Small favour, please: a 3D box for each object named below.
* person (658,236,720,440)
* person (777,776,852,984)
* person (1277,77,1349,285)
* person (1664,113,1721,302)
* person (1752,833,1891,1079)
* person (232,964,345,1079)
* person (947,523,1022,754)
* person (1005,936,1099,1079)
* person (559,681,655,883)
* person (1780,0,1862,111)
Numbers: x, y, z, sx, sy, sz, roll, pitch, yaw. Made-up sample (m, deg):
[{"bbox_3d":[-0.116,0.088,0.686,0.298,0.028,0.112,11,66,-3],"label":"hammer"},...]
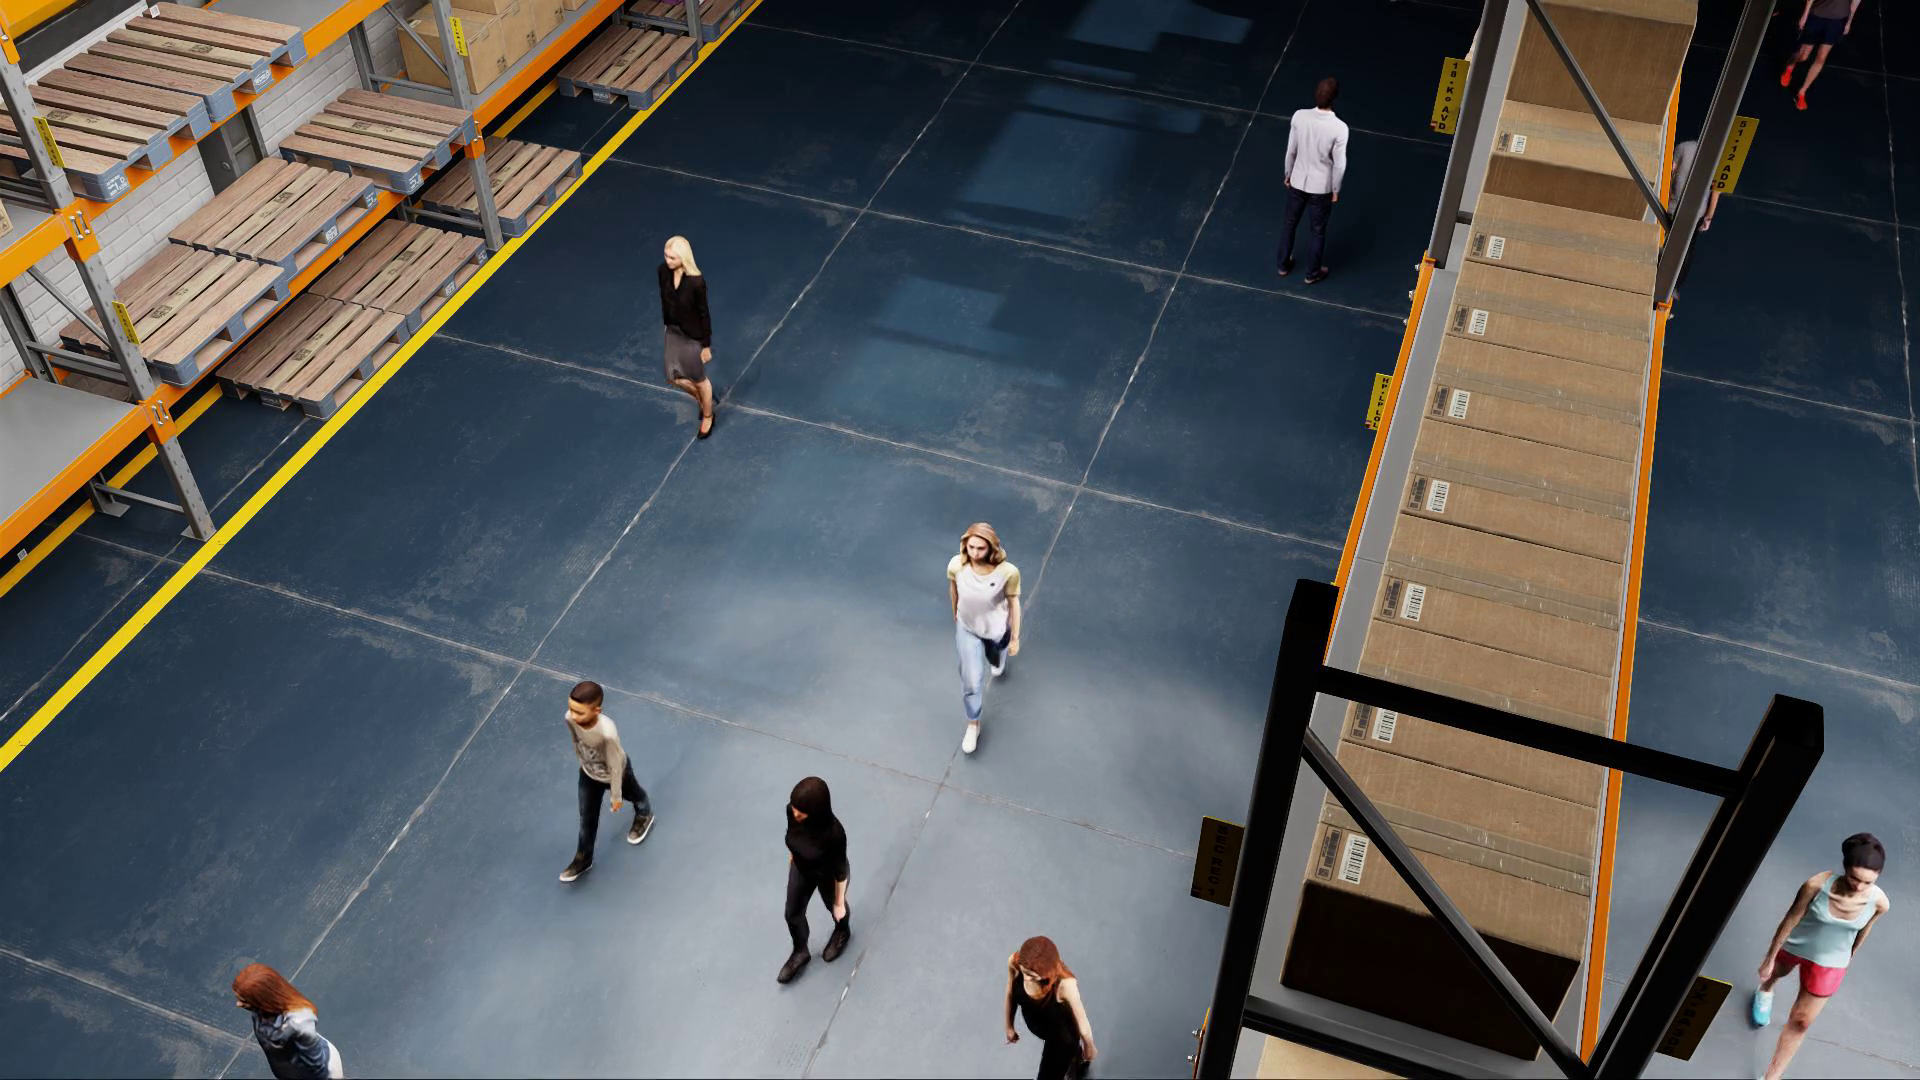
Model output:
[{"bbox_3d":[-1.963,-1.533,12.432,0.693,1.831,0.719,22,48,22],"label":"person"},{"bbox_3d":[-0.721,1.767,9.115,0.705,1.630,0.811,23,48,23],"label":"person"},{"bbox_3d":[2.956,-3.015,13.973,0.729,1.852,0.672,26,49,24],"label":"person"},{"bbox_3d":[5.945,-2.677,13.698,0.626,1.743,0.694,12,45,12],"label":"person"},{"bbox_3d":[4.451,2.079,8.719,0.635,1.723,1.134,16,46,16],"label":"person"},{"bbox_3d":[-3.214,2.571,8.221,0.648,1.698,0.582,25,49,24],"label":"person"},{"bbox_3d":[0.176,0.496,10.401,0.756,1.694,1.149,7,44,8],"label":"person"},{"bbox_3d":[0.516,2.408,8.415,0.932,1.667,1.236,29,51,27],"label":"person"},{"bbox_3d":[-2.022,1.304,9.741,0.631,1.436,0.955,18,47,18],"label":"person"},{"bbox_3d":[8.457,-5.146,16.220,0.730,1.839,0.881,6,44,7],"label":"person"}]
